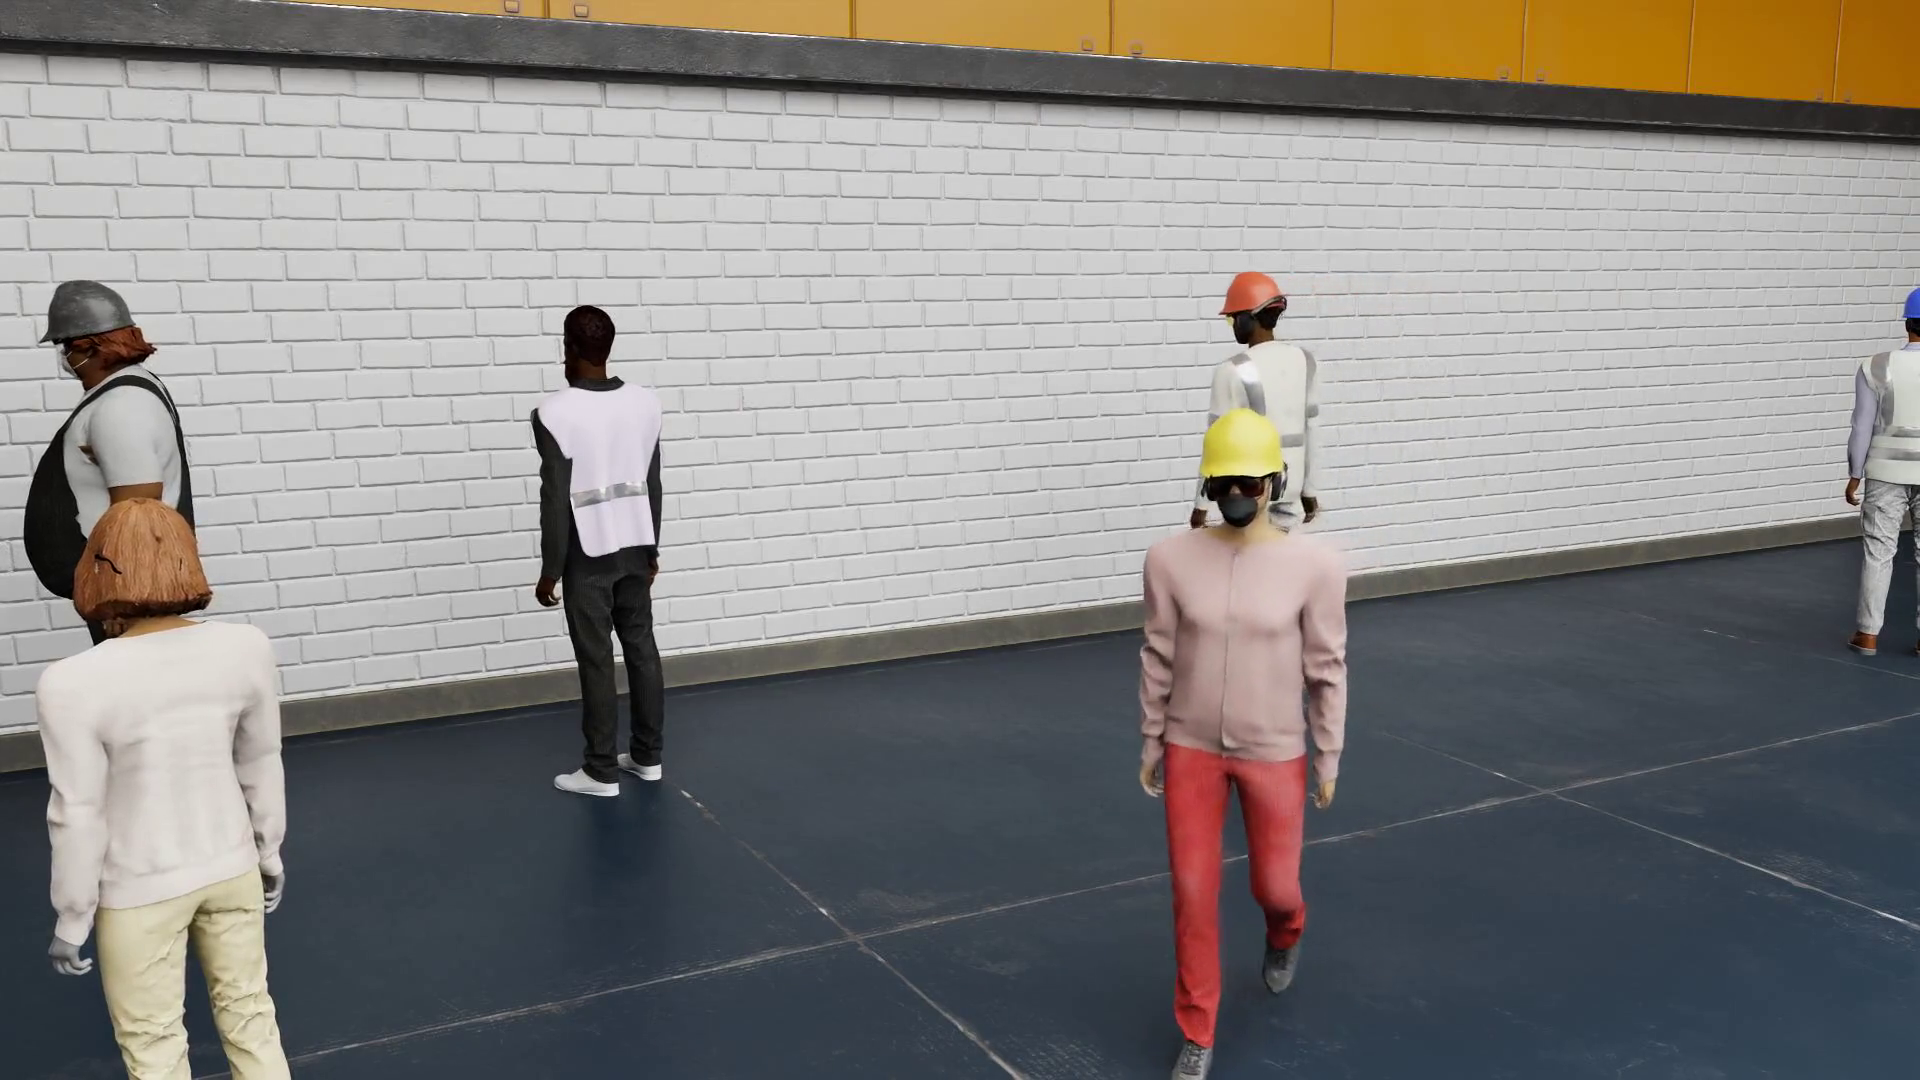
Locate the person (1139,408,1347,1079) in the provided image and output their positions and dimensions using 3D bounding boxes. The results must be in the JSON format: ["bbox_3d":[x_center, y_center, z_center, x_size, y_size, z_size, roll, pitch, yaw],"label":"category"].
[{"bbox_3d":[0.739,0.516,4.334,0.528,1.750,0.639,3,10,18],"label":"person"}]

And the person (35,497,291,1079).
[{"bbox_3d":[-1.625,0.725,3.444,0.265,1.631,0.507,7,12,33],"label":"person"}]

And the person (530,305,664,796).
[{"bbox_3d":[-1.396,0.049,6.511,0.398,1.920,0.590,8,13,38],"label":"person"}]

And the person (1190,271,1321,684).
[{"bbox_3d":[1.401,-0.245,7.867,0.673,2.030,0.429,-6,12,-32],"label":"person"}]

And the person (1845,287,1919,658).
[{"bbox_3d":[4.971,-0.345,8.696,0.615,1.947,0.388,4,11,21],"label":"person"}]

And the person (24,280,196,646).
[{"bbox_3d":[-2.988,0.099,5.871,0.536,2.000,0.683,-4,11,-22],"label":"person"}]
